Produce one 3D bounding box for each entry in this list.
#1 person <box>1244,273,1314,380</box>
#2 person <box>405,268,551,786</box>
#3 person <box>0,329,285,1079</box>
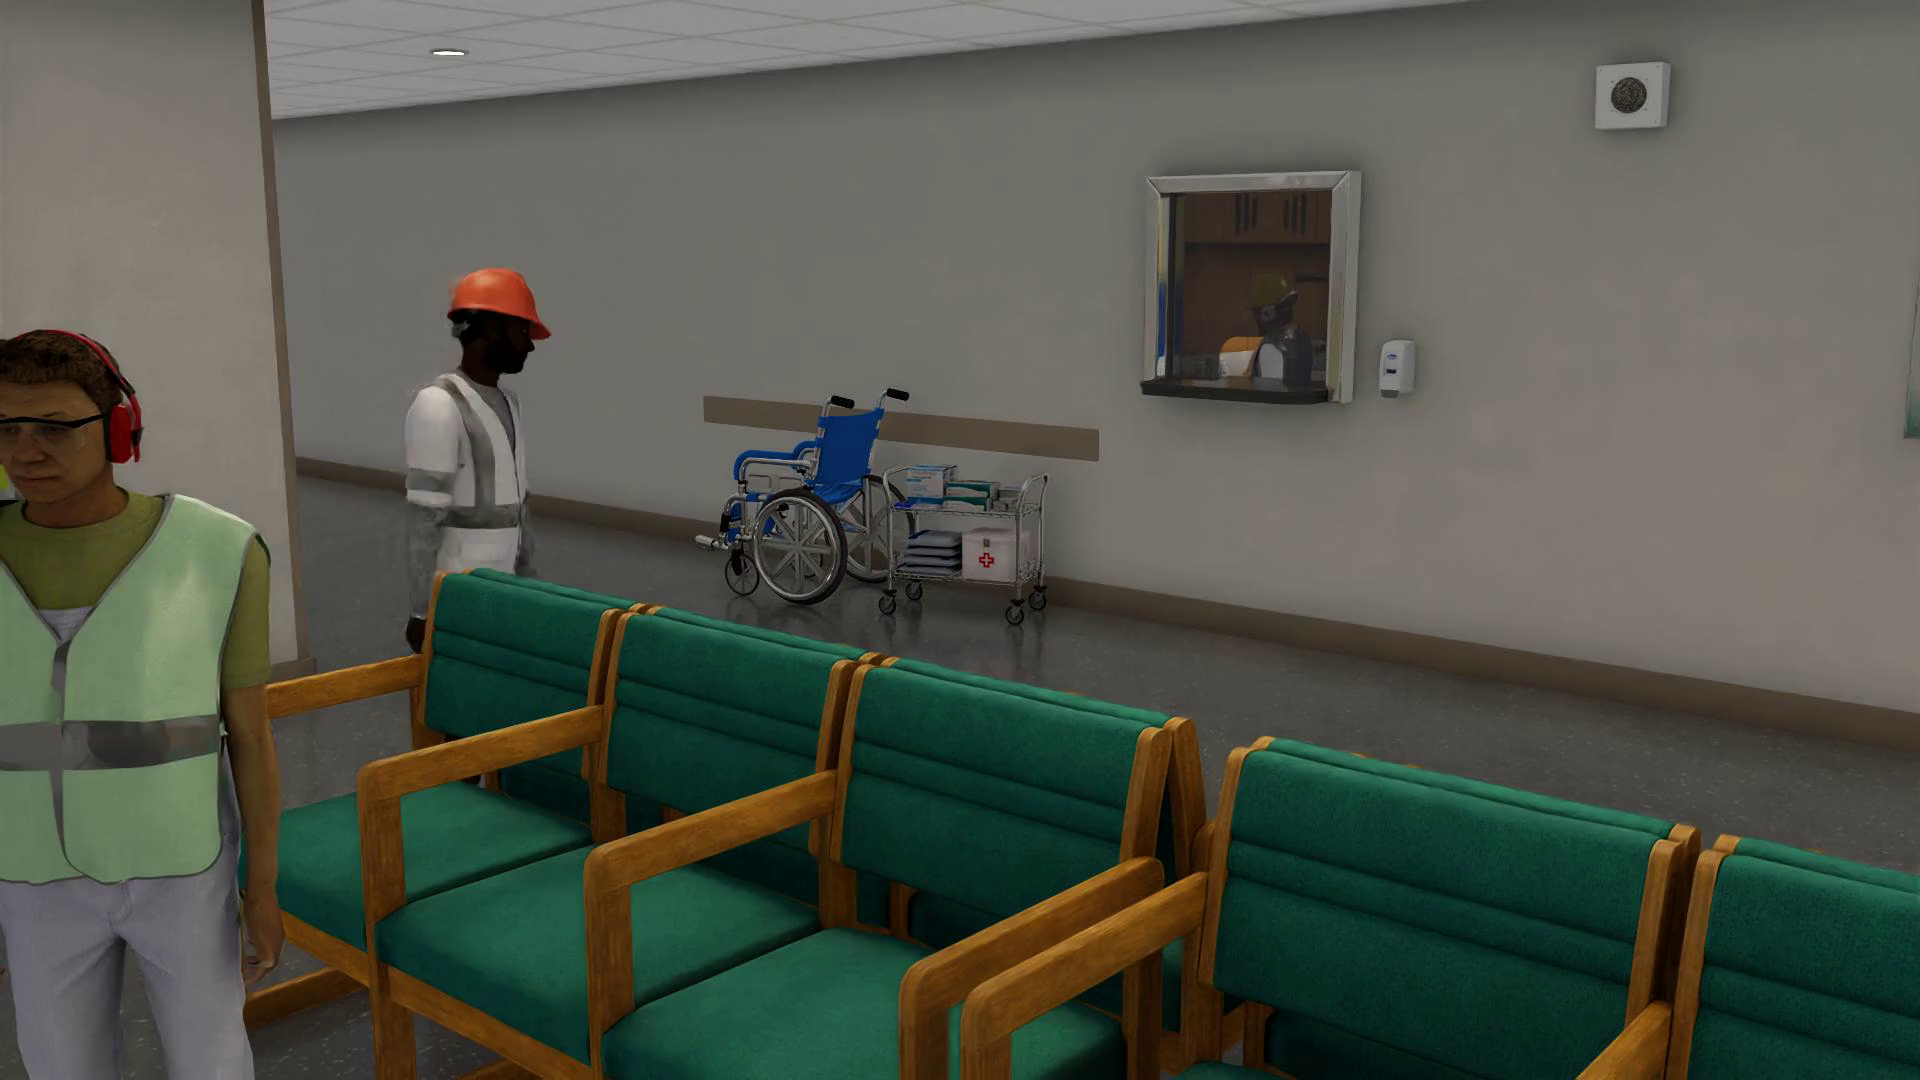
[{"bbox_3d":[1.710,-0.540,9.112,0.403,1.822,0.588,5,11,26],"label":"person"},{"bbox_3d":[-1.476,0.133,5.065,0.509,1.896,0.585,1,10,3],"label":"person"},{"bbox_3d":[-1.416,0.565,2.798,0.560,1.837,0.388,-2,10,-10],"label":"person"}]
